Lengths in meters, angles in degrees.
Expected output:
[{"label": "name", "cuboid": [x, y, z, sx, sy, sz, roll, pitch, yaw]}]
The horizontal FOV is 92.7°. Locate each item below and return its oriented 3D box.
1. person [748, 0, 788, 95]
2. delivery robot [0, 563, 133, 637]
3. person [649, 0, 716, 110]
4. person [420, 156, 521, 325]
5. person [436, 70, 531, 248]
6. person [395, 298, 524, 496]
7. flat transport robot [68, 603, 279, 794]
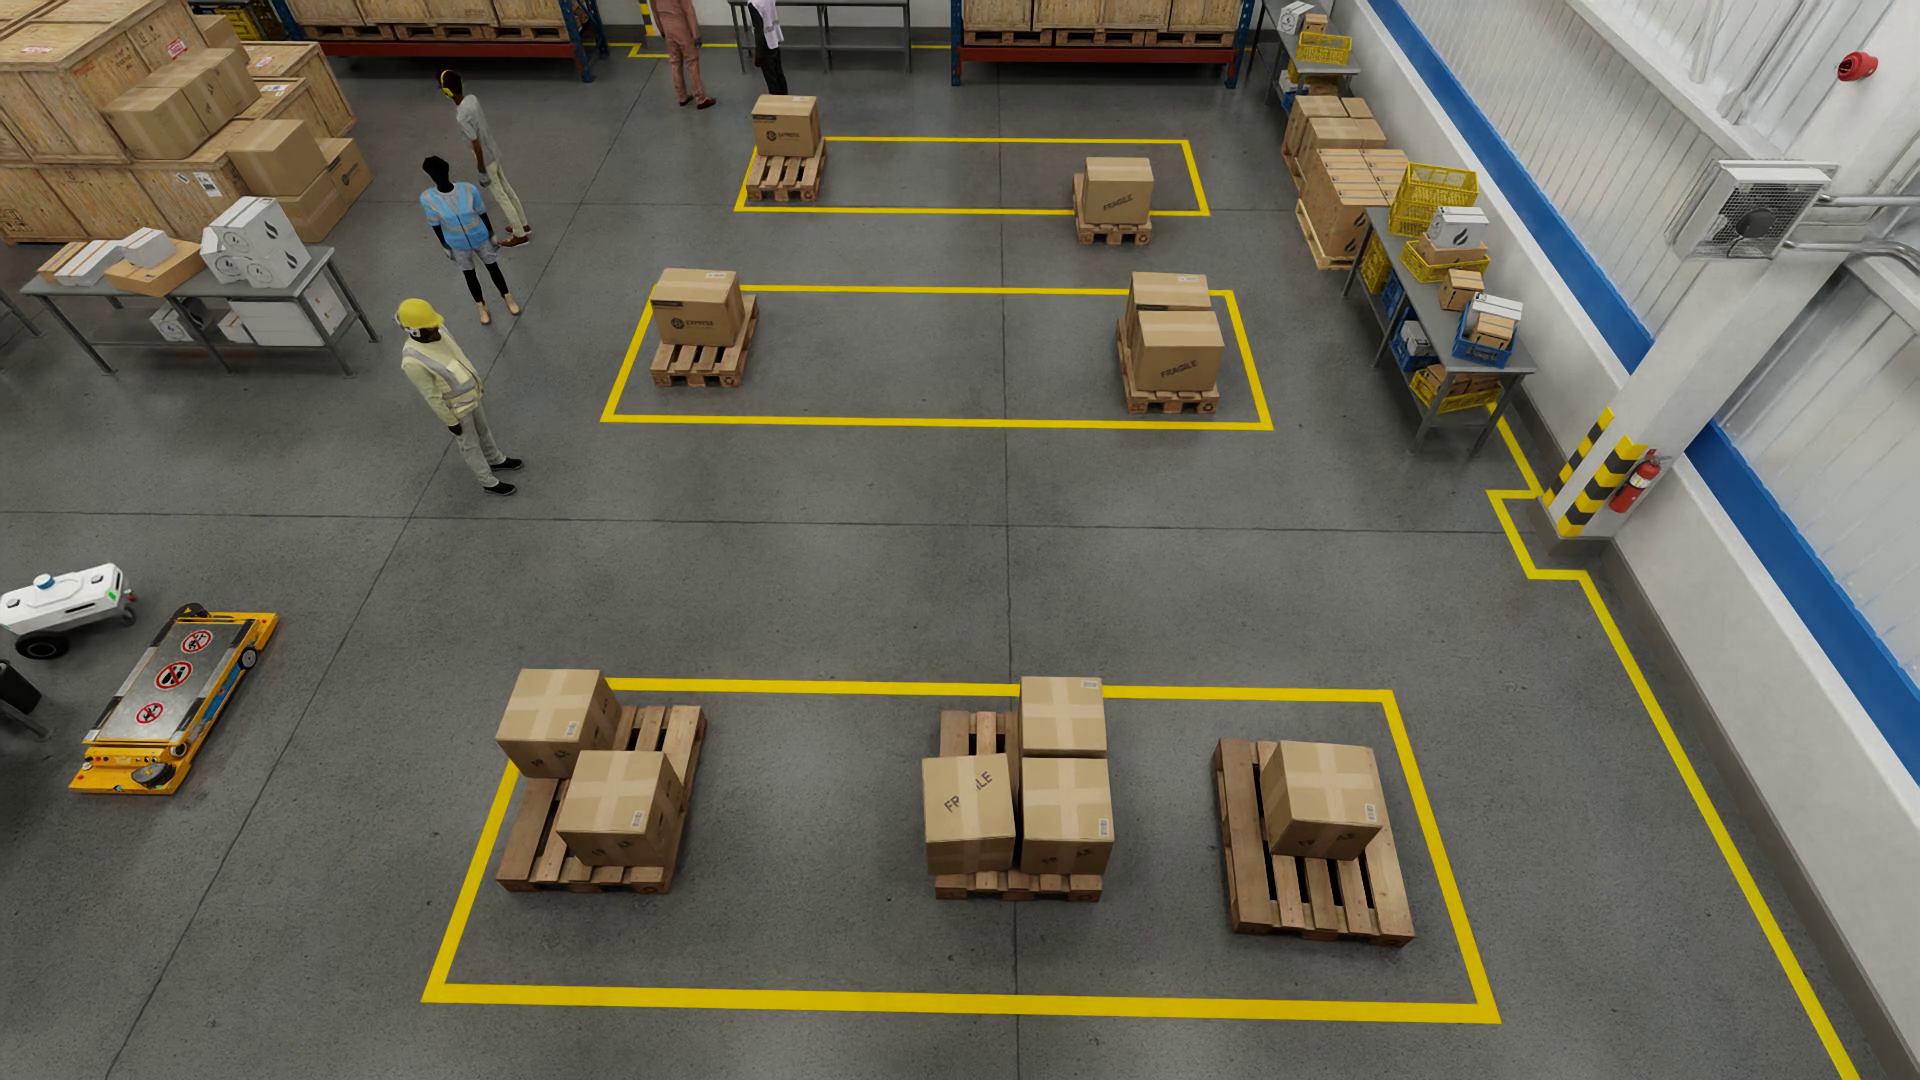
[{"label": "person", "cuboid": [-2.430, -6.253, 11.569, 0.392, 1.919, 0.590, 11, 51, 9]}, {"label": "delivery robot", "cuboid": [-6.566, 0.437, 6.735, 0.707, 0.478, 0.477, -20, 53, -16]}, {"label": "person", "cuboid": [-3.630, -6.627, 11.893, 0.652, 1.906, 0.402, 20, 53, 16]}, {"label": "person", "cuboid": [-4.751, -2.894, 8.869, 0.531, 1.697, 0.322, -24, 54, -19]}, {"label": "person", "cuboid": [-5.030, -4.006, 9.704, 0.336, 1.864, 0.521, -4, 50, -3]}, {"label": "person", "cuboid": [-3.979, -1.124, 7.287, 0.404, 1.829, 0.588, -3, 50, -3]}, {"label": "flat transport robot", "cuboid": [-5.504, 1.072, 6.442, 0.652, 0.197, 1.431, 1, 50, 1]}]
